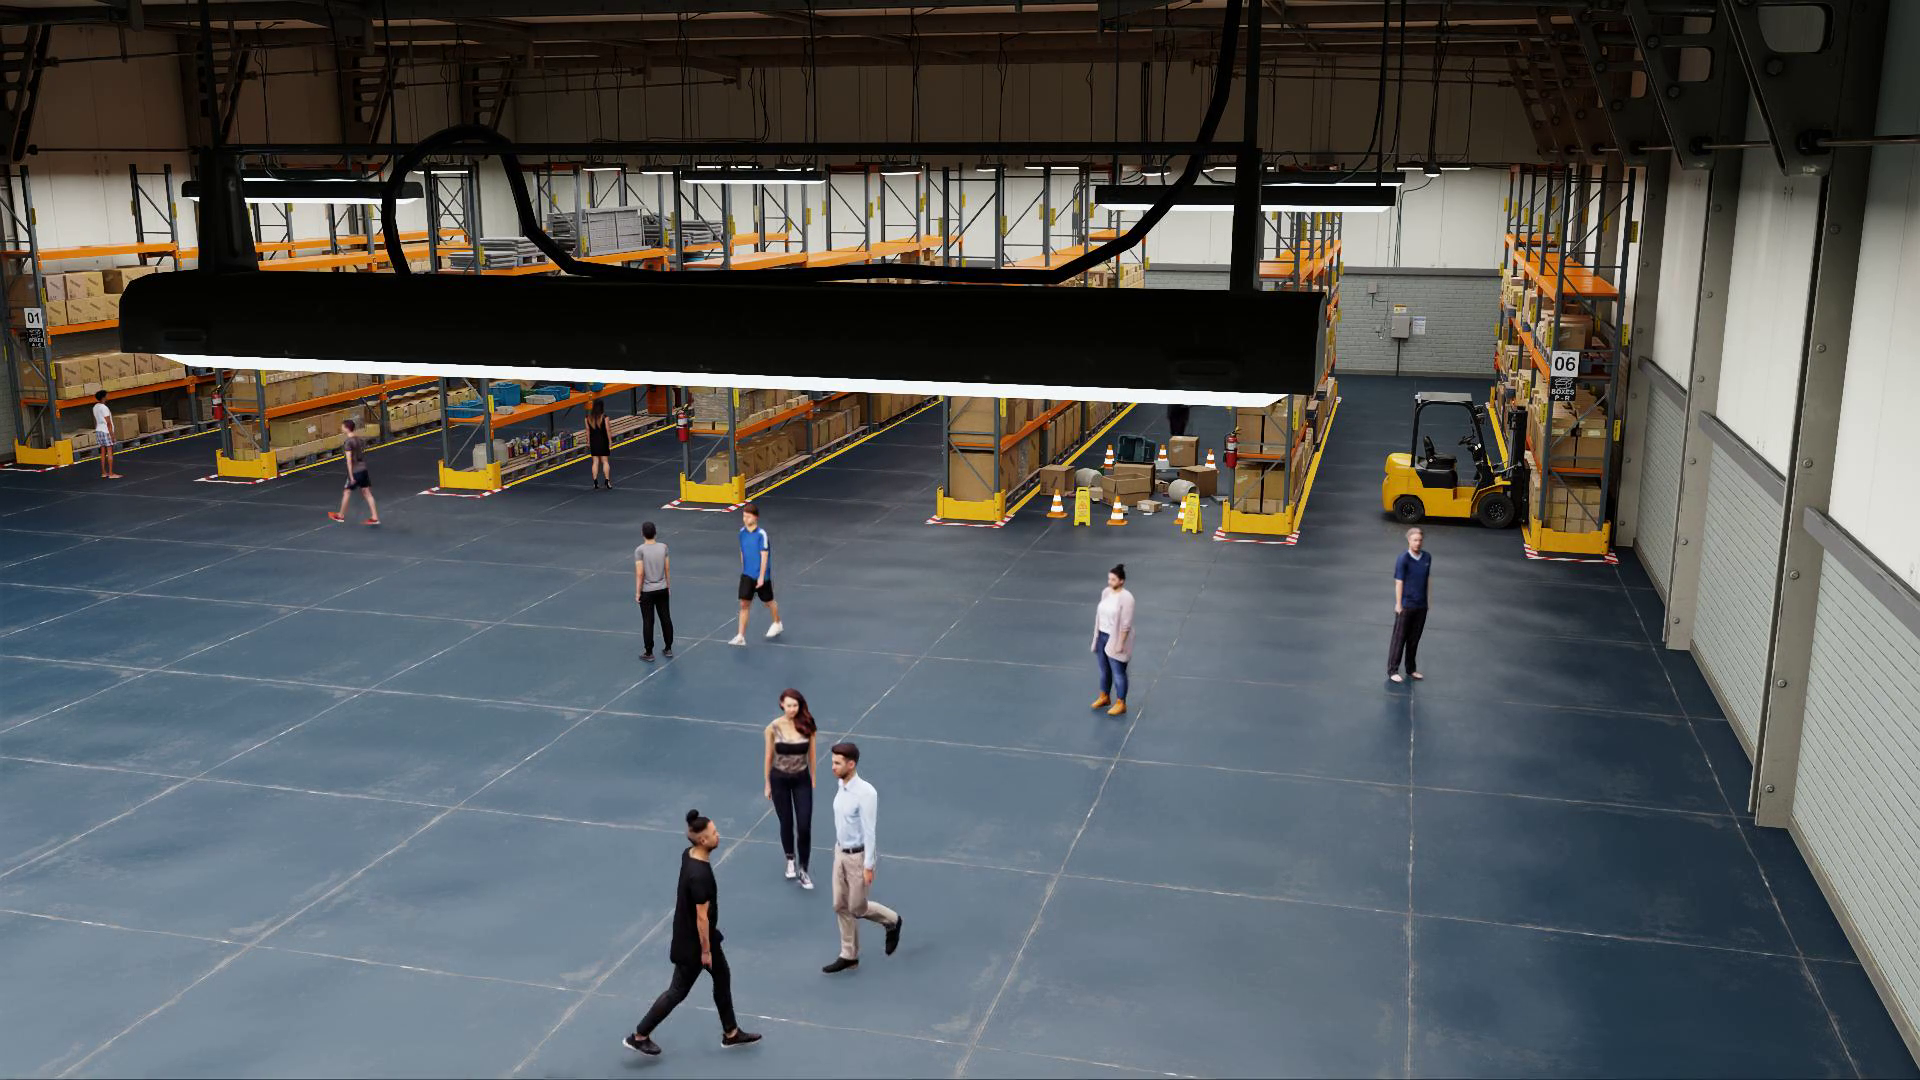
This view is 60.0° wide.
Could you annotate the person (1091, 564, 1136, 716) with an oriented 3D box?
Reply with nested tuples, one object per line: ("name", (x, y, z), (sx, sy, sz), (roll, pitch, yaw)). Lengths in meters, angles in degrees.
("person", (1.802, 1.102, 18.831), (0.899, 1.736, 0.843), (-8, 15, -29))

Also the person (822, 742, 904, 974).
("person", (-0.752, 2.438, 12.857), (1.059, 1.829, 0.957), (-10, 17, -38))

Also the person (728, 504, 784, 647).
("person", (-2.557, 0.450, 21.475), (0.822, 1.814, 1.316), (7, 15, 26))

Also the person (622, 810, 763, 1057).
("person", (-1.919, 2.756, 11.509), (1.106, 1.818, 1.244), (-3, 13, -11))

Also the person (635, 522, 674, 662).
("person", (-3.838, 0.629, 20.839), (0.695, 1.753, 0.774), (-9, 16, -34))

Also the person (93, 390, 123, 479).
("person", (-16.758, -2.083, 32.593), (0.701, 1.734, 0.653), (9, 16, 34))

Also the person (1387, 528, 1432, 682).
("person", (5.424, 0.763, 20.002), (0.735, 1.870, 0.756), (-5, 14, -22))

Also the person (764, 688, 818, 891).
("person", (-1.487, 2.107, 14.472), (0.818, 1.745, 0.947), (-2, 13, -8))

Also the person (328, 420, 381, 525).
("person", (-10.164, -1.112, 28.242), (0.729, 1.804, 1.107), (4, 14, 16))

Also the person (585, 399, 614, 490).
("person", (-6.821, -1.814, 31.478), (0.685, 1.712, 0.639), (2, 13, 7))
